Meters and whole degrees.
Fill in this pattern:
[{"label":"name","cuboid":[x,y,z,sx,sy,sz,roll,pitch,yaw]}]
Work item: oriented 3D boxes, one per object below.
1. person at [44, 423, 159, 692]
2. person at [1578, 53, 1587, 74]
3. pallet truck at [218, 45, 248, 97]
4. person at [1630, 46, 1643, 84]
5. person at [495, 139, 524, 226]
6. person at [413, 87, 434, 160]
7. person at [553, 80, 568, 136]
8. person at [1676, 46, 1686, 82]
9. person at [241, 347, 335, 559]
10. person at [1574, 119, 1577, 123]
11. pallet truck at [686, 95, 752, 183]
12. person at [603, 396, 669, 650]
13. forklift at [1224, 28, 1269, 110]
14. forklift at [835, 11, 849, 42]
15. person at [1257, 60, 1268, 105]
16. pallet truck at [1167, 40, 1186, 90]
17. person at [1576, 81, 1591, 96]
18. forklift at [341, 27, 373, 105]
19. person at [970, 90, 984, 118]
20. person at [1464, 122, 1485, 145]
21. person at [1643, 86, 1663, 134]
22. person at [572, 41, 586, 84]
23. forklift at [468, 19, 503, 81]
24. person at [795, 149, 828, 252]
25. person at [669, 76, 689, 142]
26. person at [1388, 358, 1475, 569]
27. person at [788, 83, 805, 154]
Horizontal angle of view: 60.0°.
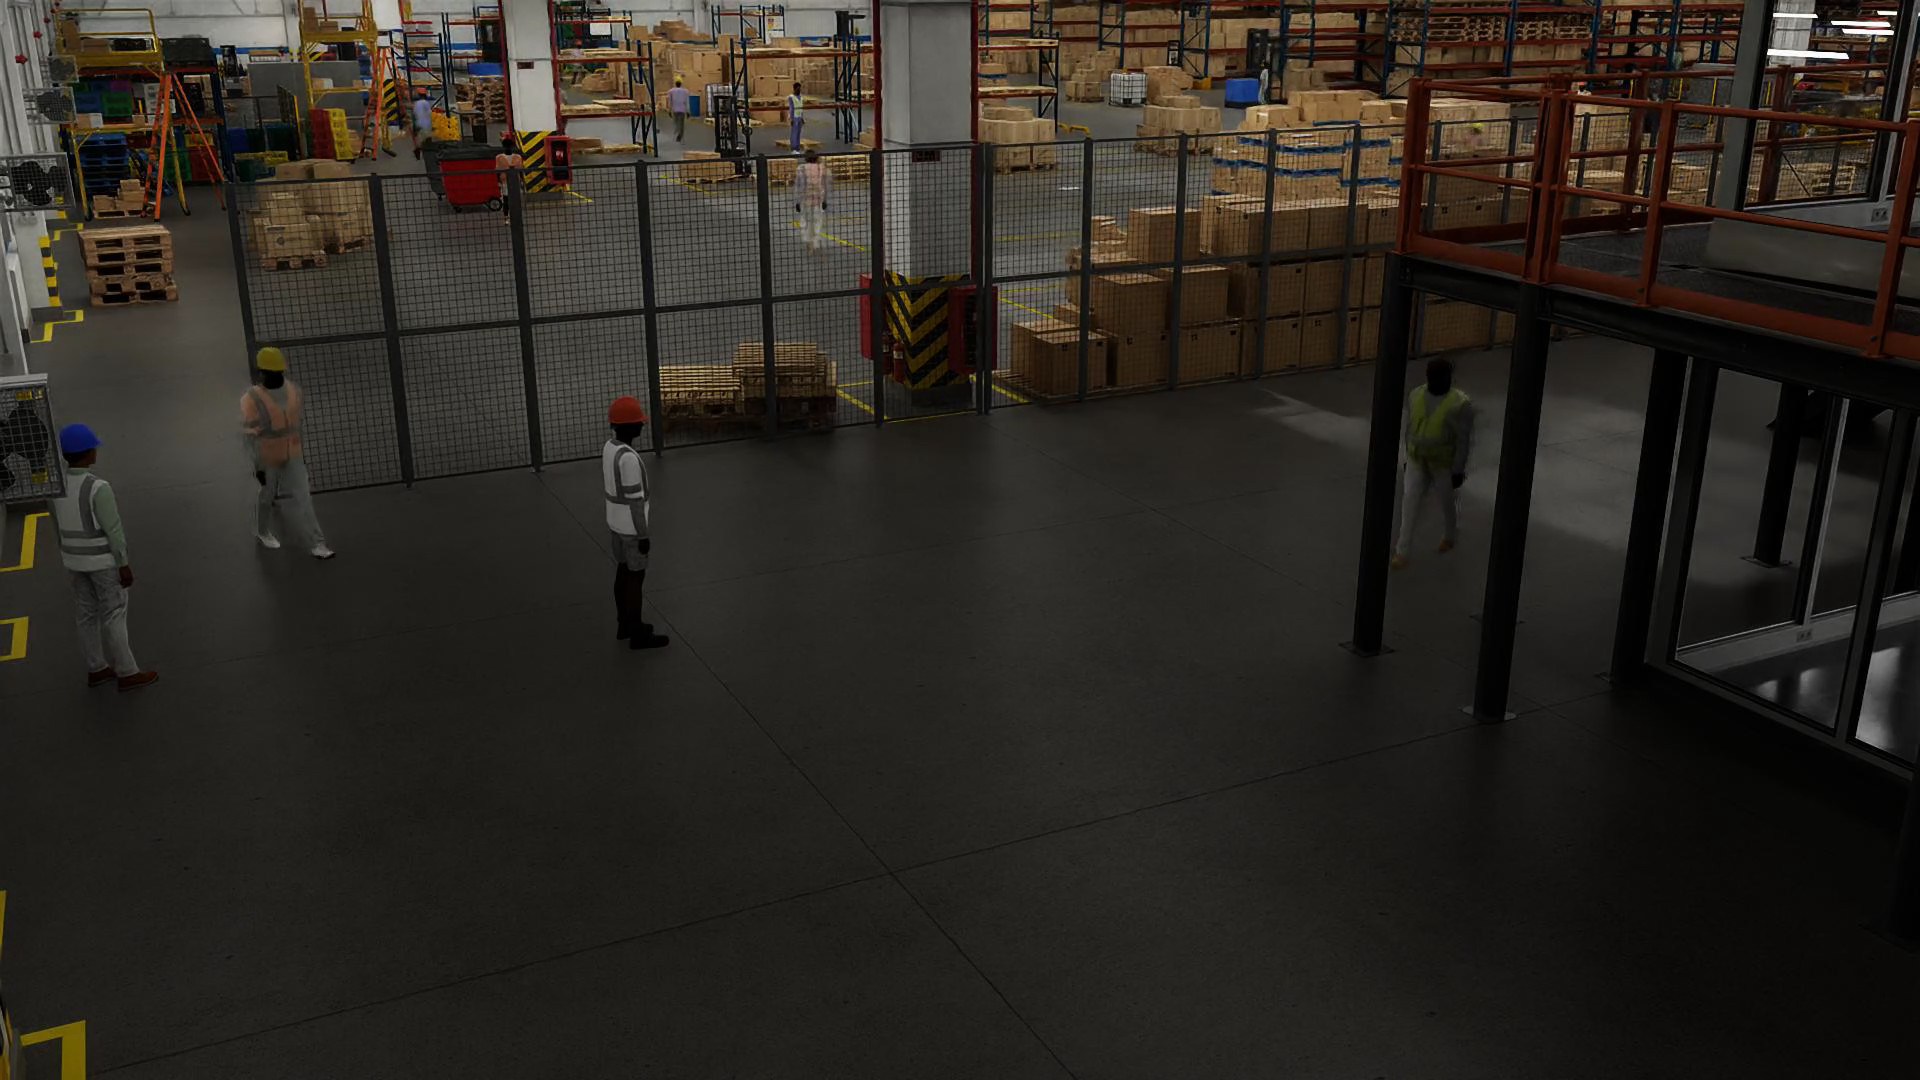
[{"label":"person","cuboid":[-6.077,0.130,11.702,0.610,1.947,0.388,8,20,21]},{"label":"person","cuboid":[24.799,-18.531,66.227,0.611,1.673,0.357,-6,20,-16]},{"label":"pallet truck","cuboid":[-28.879,-18.665,66.111,0.823,1.965,1.885,-3,19,-9]},{"label":"person","cuboid":[27.760,-19.376,68.434,0.640,1.830,0.429,-13,23,-33]},{"label":"person","cuboid":[-8.952,-7.124,33.108,0.539,1.696,0.317,-8,20,-21]},{"label":"person","cuboid":[-14.235,-11.020,44.077,0.557,1.916,0.724,13,23,34]},{"label":"person","cuboid":[-11.672,-12.487,48.473,0.536,1.819,0.716,5,20,15]},{"label":"person","cuboid":[31.815,-20.970,73.358,0.517,1.615,0.544,-9,21,-24]},{"label":"person","cuboid":[-5.909,-0.760,14.412,1.048,1.875,0.601,13,23,34]},{"label":"person","cuboid":[12.944,-8.222,35.969,0.861,1.935,0.649,4,19,12]},{"label":"pallet truck","cuboid":[-5.836,-9.608,39.856,0.823,1.965,1.885,10,22,27]},{"label":"person","cuboid":[-2.457,-0.133,12.478,0.362,1.938,0.545,-11,22,-29]},{"label":"forklift","cuboid":[10.592,-16.920,59.719,1.873,2.768,1.129,-9,21,-25]},{"label":"forklift","cuboid":[-5.876,-25.018,83.194,1.873,2.768,1.129,-9,21,-25]},{"label":"person","cuboid":[10.422,-15.707,57.748,0.641,1.852,0.554,10,21,26]},{"label":"pallet truck","cuboid":[9.045,-19.971,69.895,0.823,1.965,1.885,-3,19,-8]},{"label":"person","cuboid":[17.543,-12.093,47.149,0.552,1.937,0.356,13,23,33]},{"label":"forklift","cuboid":[-22.275,-17.346,60.954,1.873,2.768,1.129,-9,21,-25]},{"label":"person","cuboid":[0.394,-10.857,43.578,0.652,1.928,0.434,16,25,39]},{"label":"person","cuboid":[11.112,-8.247,36.307,0.648,1.738,0.546,-11,22,-29]},{"label":"person","cuboid":[18.052,-10.865,43.433,0.697,2.000,1.044,2,19,7]},{"label":"person","cuboid":[-16.345,-20.475,71.539,0.564,1.878,1.028,18,26,41]},{"label":"forklift","cuboid":[-19.624,-20.344,69.645,1.129,2.768,1.873,13,23,33]},{"label":"person","cuboid":[-2.706,-6.129,30.030,0.661,1.821,0.632,-8,21,-22]},{"label":"person","cuboid":[-8.192,-12.572,48.583,0.600,1.903,0.557,-6,20,-17]},{"label":"person","cuboid":[4.091,-0.689,14.308,0.635,1.801,0.940,16,25,39]},{"label":"person","cuboid":[-4.503,-11.590,45.723,0.391,1.918,0.593,9,21,24]}]
